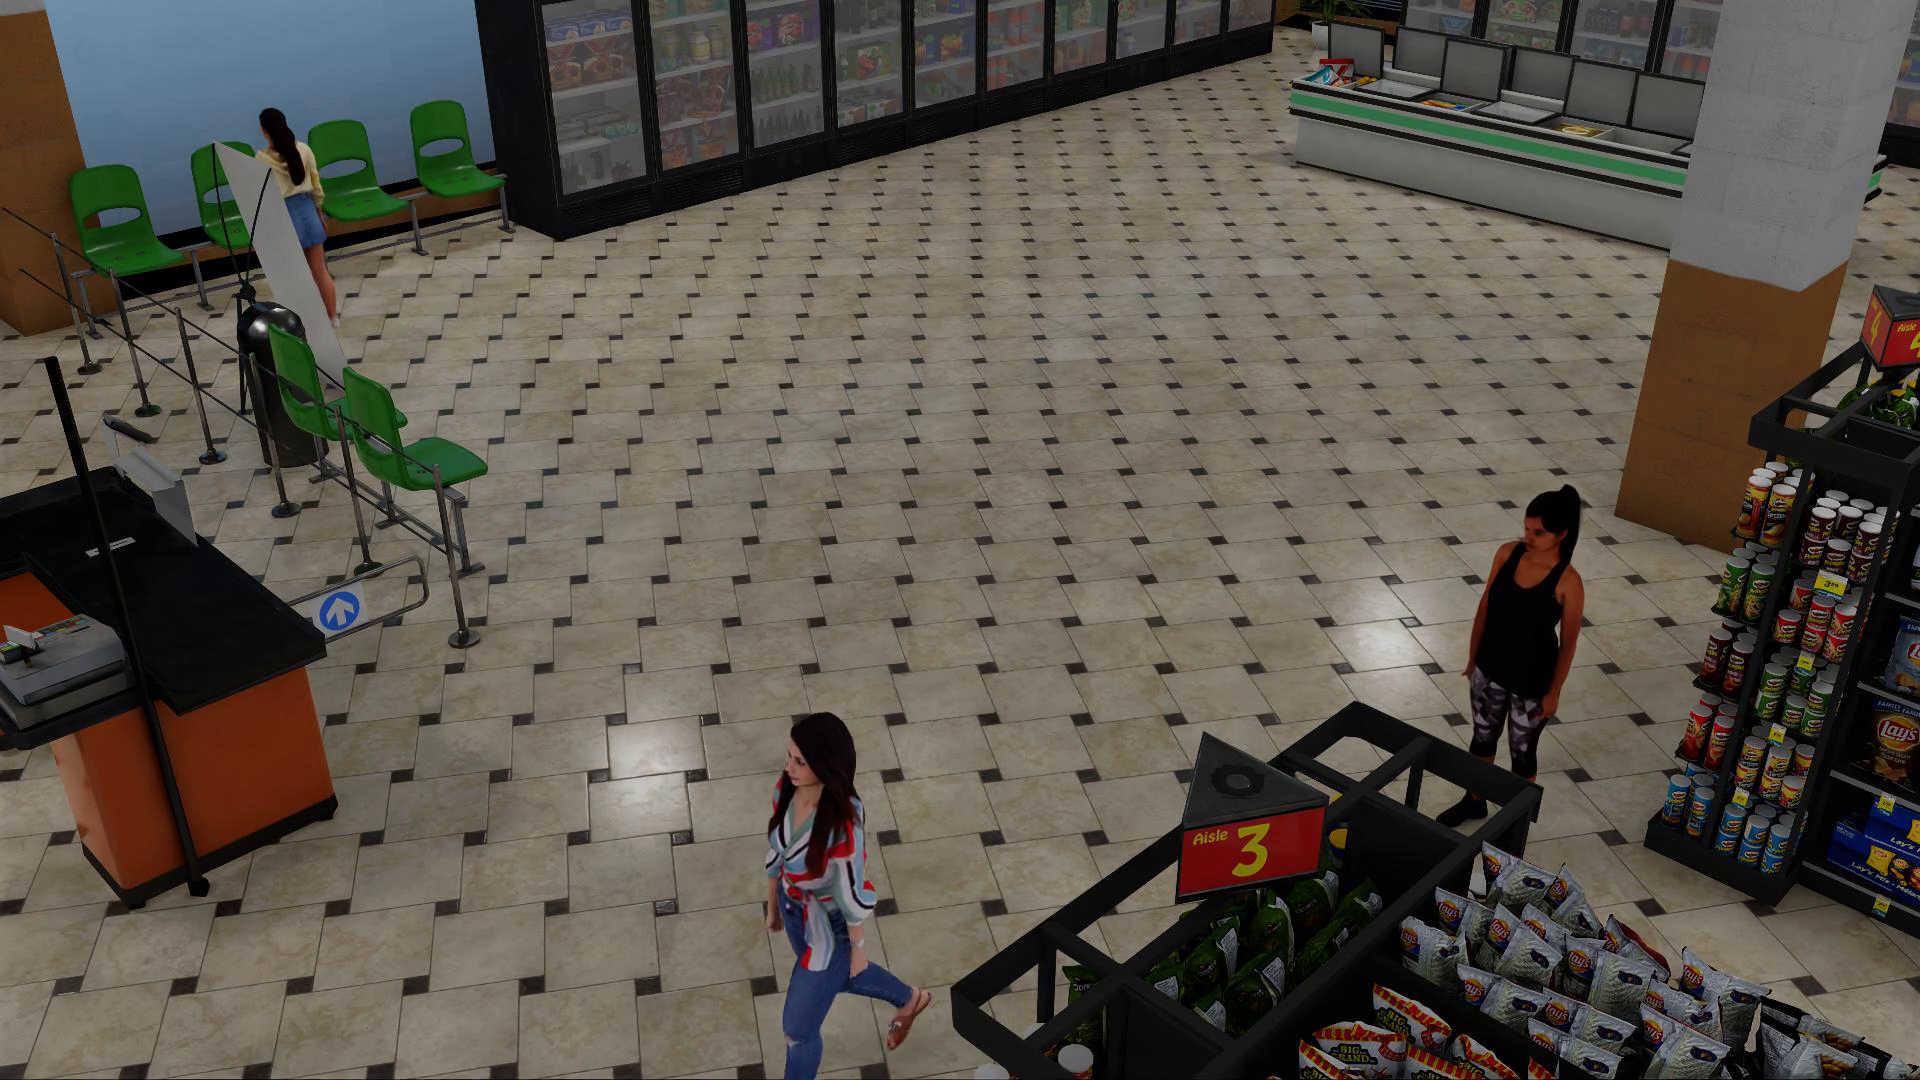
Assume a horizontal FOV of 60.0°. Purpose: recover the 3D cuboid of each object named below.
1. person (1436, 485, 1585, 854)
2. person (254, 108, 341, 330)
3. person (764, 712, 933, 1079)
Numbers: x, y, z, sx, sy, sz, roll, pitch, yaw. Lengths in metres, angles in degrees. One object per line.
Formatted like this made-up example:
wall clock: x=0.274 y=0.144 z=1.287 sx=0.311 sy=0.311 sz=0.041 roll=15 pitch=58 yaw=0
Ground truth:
person: x=2.271 y=0.515 z=6.751 sx=0.658 sy=1.674 sz=0.472 roll=-21 pitch=35 yaw=-33
person: x=-4.762 y=-2.275 z=11.909 sx=0.546 sy=1.630 sz=0.653 roll=23 pitch=36 yaw=35
person: x=-0.392 y=1.243 z=5.514 sx=0.733 sy=1.582 sz=1.020 roll=-21 pitch=35 yaw=-33
